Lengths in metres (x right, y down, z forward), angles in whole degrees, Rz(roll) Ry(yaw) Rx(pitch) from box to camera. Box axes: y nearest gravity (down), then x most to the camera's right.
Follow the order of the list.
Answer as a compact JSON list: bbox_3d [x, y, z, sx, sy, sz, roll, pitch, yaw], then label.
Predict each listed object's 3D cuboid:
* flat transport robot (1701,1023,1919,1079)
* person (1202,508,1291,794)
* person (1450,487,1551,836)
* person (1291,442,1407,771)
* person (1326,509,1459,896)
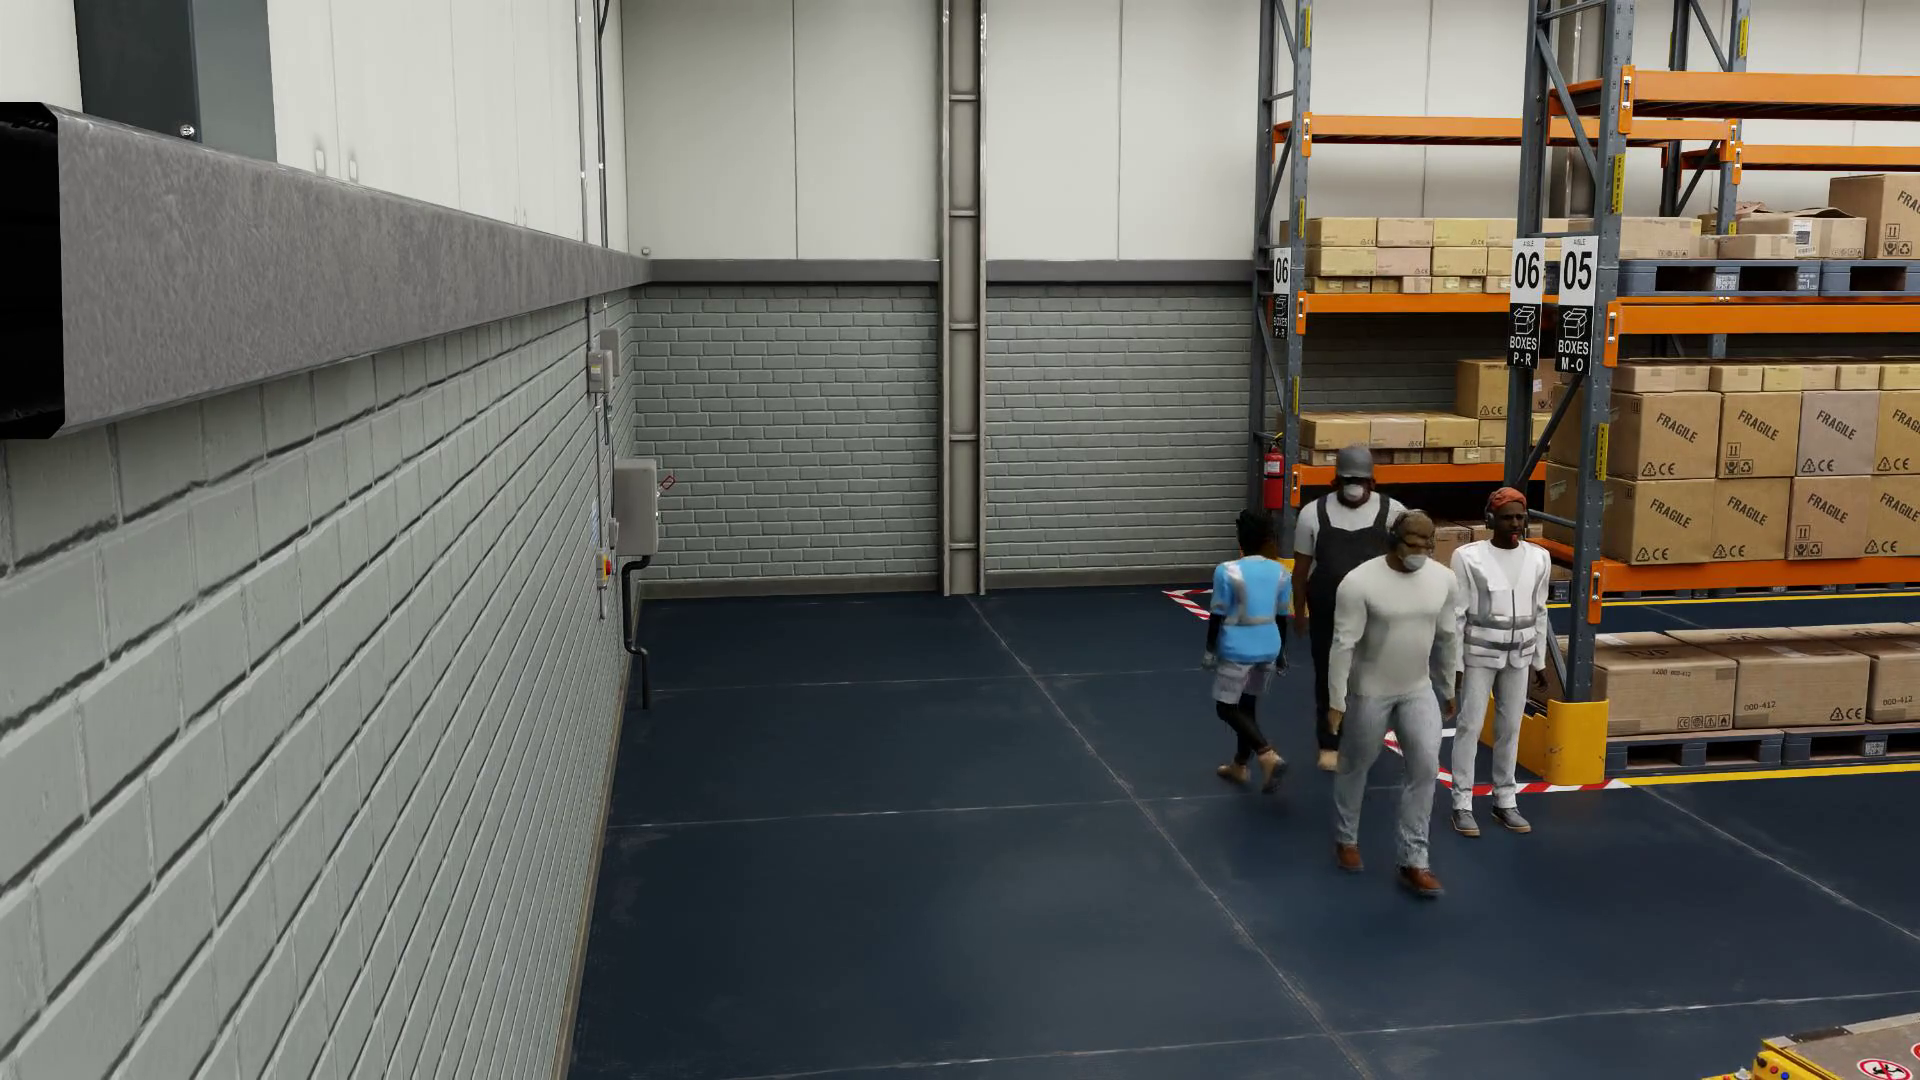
[{"bbox_3d":[3.459,1.947,5.928,1.431,0.197,0.652,-3,10,-18],"label":"flat transport robot"},{"bbox_3d":[1.695,0.651,9.609,0.536,1.672,0.613,-6,11,-31],"label":"person"},{"bbox_3d":[2.896,0.653,8.955,0.573,1.883,0.356,-2,9,-10],"label":"person"},{"bbox_3d":[2.341,0.400,10.027,0.705,2.000,0.537,3,10,16],"label":"person"},{"bbox_3d":[2.146,0.778,8.159,0.748,1.881,0.892,-2,9,-12],"label":"person"}]
